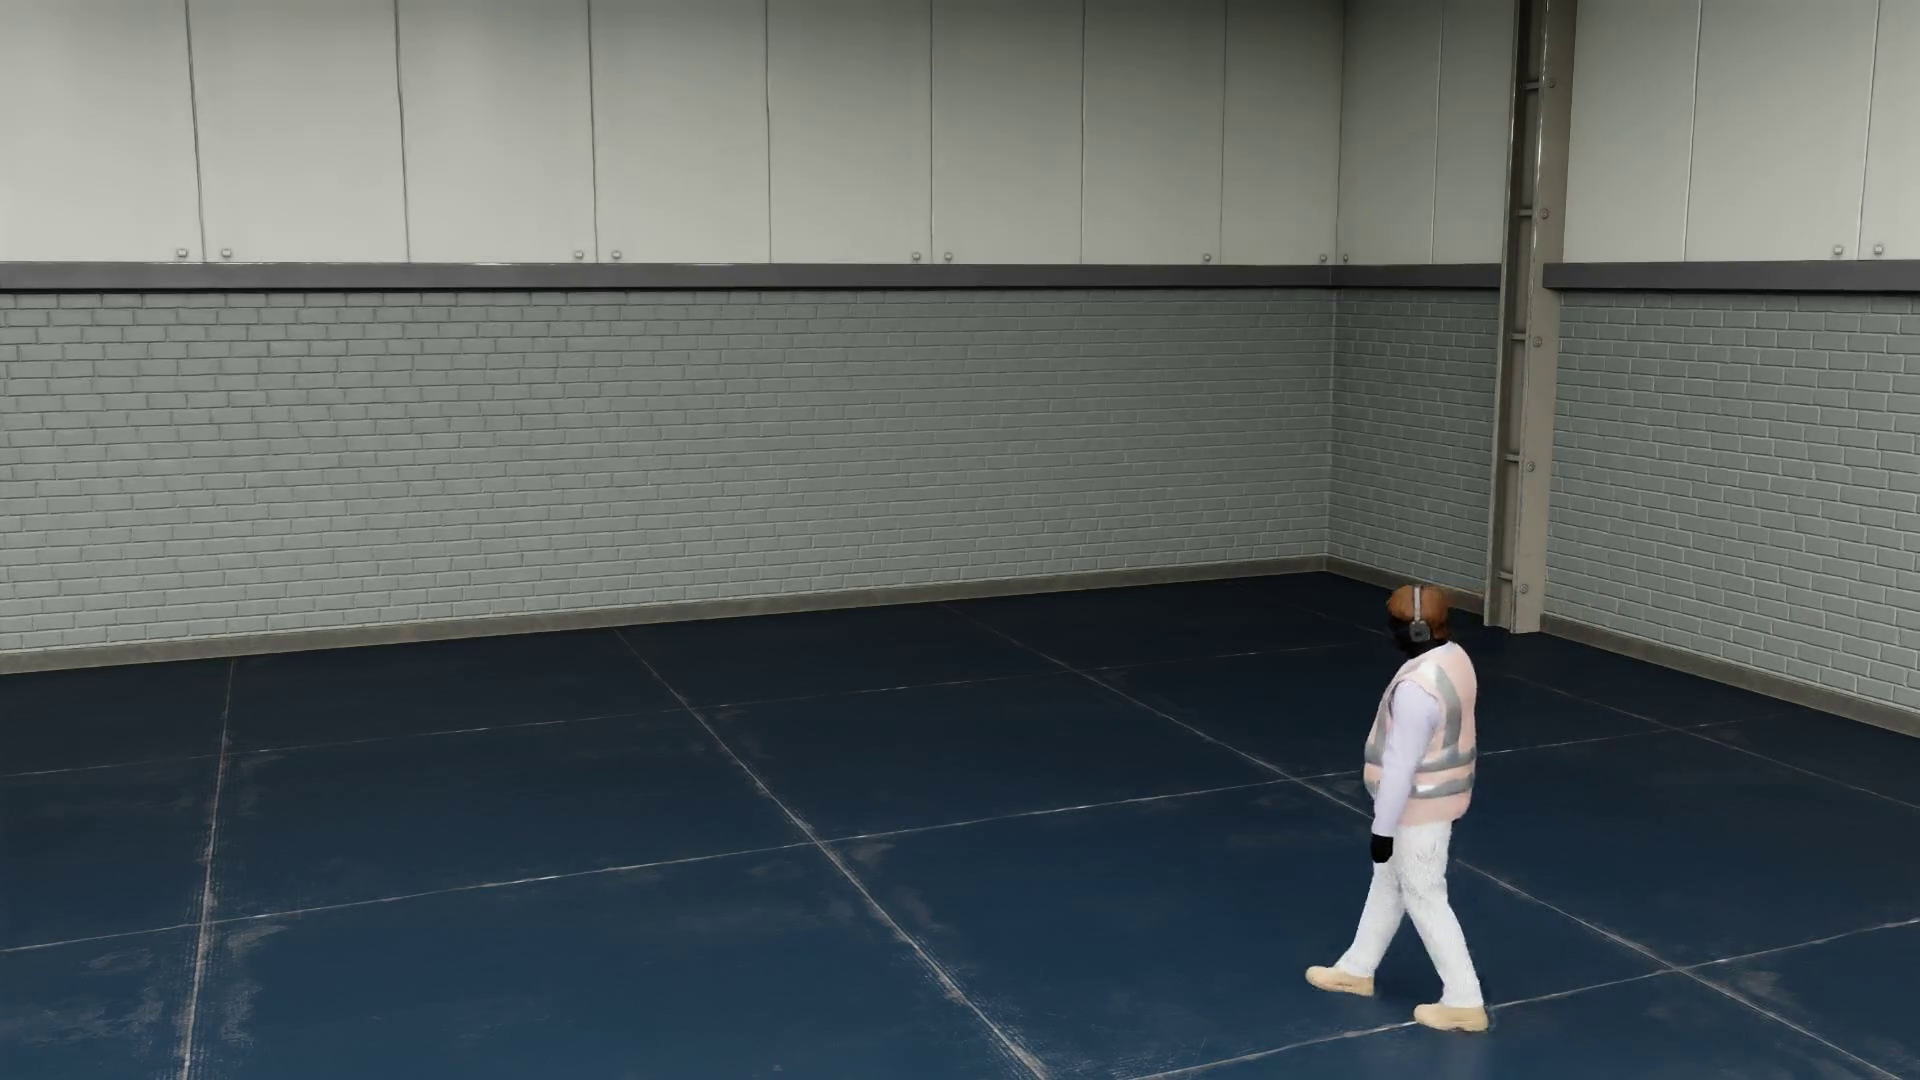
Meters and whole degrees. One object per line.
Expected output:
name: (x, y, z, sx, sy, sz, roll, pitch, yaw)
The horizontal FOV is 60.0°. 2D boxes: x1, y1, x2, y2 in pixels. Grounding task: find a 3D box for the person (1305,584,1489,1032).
person: (1.813, 1.070, 6.738, 0.793, 1.811, 0.648, 5, 10, 28)
